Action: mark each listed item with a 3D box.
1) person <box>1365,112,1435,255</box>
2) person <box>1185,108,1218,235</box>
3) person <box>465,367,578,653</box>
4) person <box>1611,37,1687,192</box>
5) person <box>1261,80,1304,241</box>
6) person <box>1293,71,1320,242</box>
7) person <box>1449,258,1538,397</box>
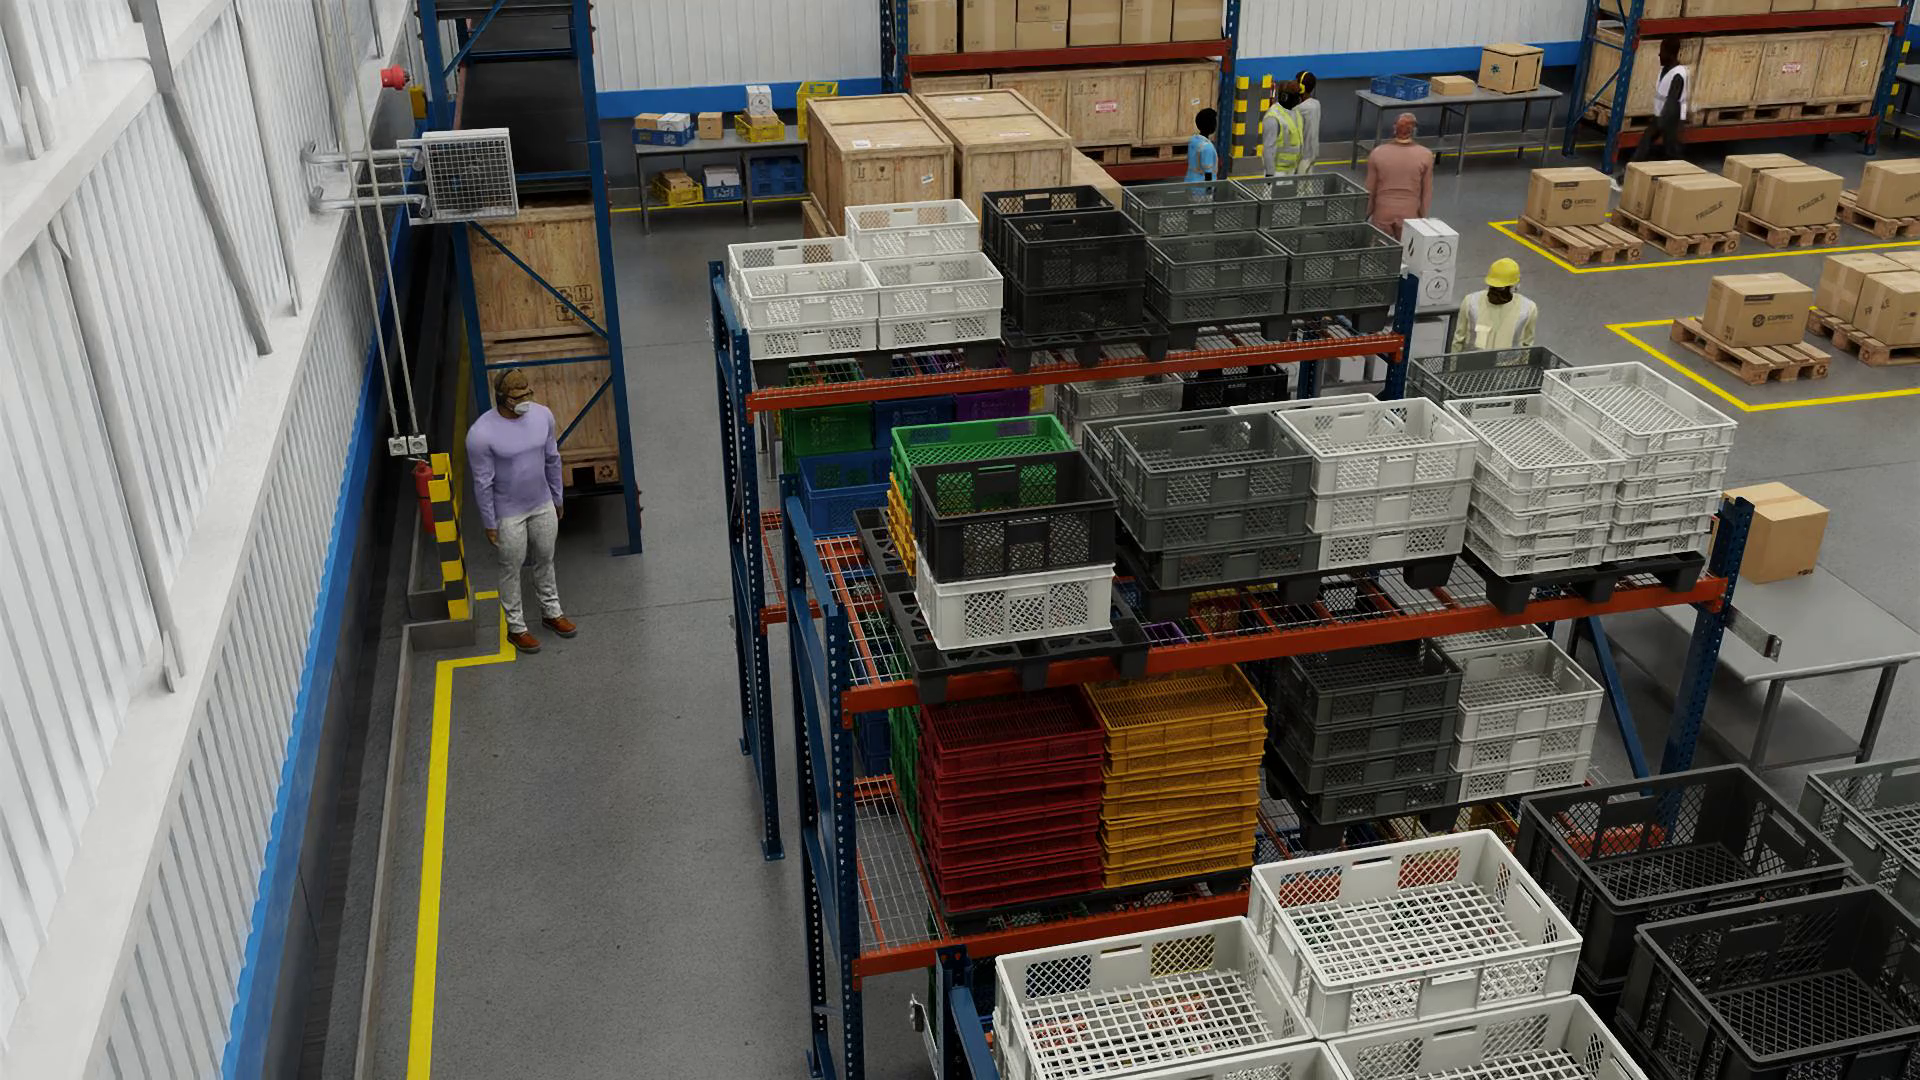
[{"bbox_3d":[4.319,-3.268,16.477,0.652,1.906,0.403,6,28,11],"label":"person"},{"bbox_3d":[2.541,-3.692,17.502,0.315,1.696,0.541,-6,28,-11],"label":"person"},{"bbox_3d":[-2.793,-0.205,10.642,0.375,1.933,0.625,23,35,37],"label":"person"},{"bbox_3d":[8.326,-5.031,19.863,0.998,1.857,0.604,0,28,0],"label":"person"},{"bbox_3d":[3.500,-4.082,18.104,0.431,1.836,0.619,20,34,33],"label":"person"},{"bbox_3d":[3.782,-4.217,18.340,0.368,1.856,0.531,17,32,29],"label":"person"},{"bbox_3d":[4.079,-1.302,12.826,0.598,1.827,0.403,9,29,16],"label":"person"}]
